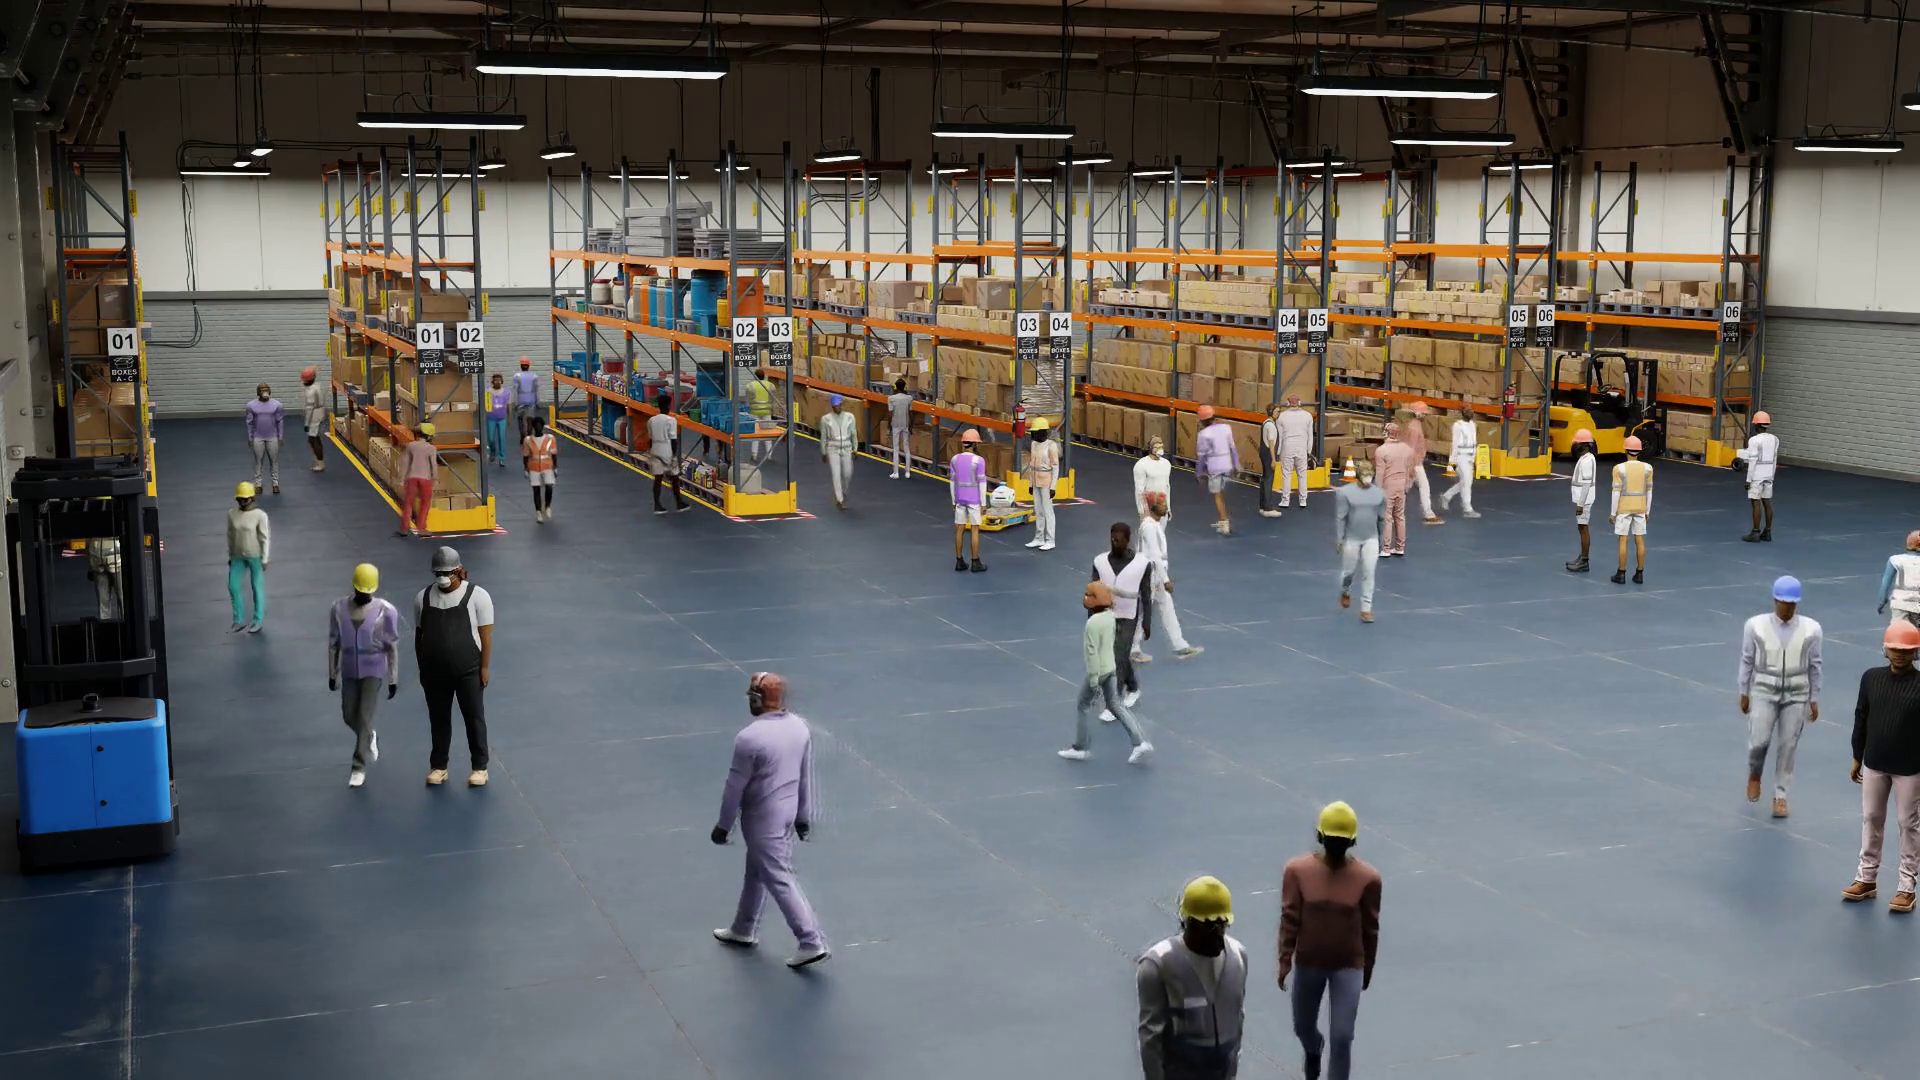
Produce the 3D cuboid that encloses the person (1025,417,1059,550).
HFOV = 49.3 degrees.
[{"bbox_3d":[1.181,-0.820,30.350,0.383,1.924,0.594,-6,10,-34],"label":"person"}]

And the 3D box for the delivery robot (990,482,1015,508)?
[{"bbox_3d":[0.691,-0.692,33.885,0.477,0.478,0.707,1,9,7],"label":"delivery robot"}]

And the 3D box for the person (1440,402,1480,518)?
[{"bbox_3d":[8.107,-1.313,33.871,0.583,1.863,0.752,-8,12,-42],"label":"person"}]

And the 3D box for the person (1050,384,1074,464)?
[{"bbox_3d":[1.943,-2.422,41.522,0.590,1.782,0.915,-7,11,-38],"label":"person"}]

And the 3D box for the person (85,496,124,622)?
[{"bbox_3d":[-9.437,0.289,23.261,0.586,1.836,0.404,1,9,5],"label":"person"}]

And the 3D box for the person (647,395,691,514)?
[{"bbox_3d":[-4.786,-1.402,34.181,0.655,1.954,0.648,5,10,30],"label":"person"}]

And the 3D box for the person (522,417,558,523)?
[{"bbox_3d":[-6.634,-1.111,33.075,0.557,1.681,0.399,-1,9,-9],"label":"person"}]

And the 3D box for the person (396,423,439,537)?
[{"bbox_3d":[-8.196,-0.907,31.618,0.669,1.721,0.434,2,9,13],"label":"person"}]

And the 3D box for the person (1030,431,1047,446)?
[{"bbox_3d":[1.686,-2.850,44.643,0.541,1.696,0.315,1,9,8],"label":"person"}]

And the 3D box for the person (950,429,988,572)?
[{"bbox_3d":[0.135,-0.543,28.478,0.549,1.934,0.374,6,10,33],"label":"person"}]

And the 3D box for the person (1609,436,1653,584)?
[{"bbox_3d":[8.804,-0.400,27.515,0.543,1.939,0.360,-1,9,-4],"label":"person"}]

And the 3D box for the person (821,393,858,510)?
[{"bbox_3d":[-2.017,-1.488,34.835,0.618,1.924,0.584,-2,9,-14],"label":"person"}]

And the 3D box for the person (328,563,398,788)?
[{"bbox_3d":[-5.037,1.100,17.737,0.630,1.880,0.689,1,9,5],"label":"person"}]

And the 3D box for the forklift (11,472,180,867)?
[{"bbox_3d":[-6.630,0.886,15.957,1.129,2.768,1.873,-3,9,-21],"label":"forklift"}]

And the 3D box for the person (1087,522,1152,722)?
[{"bbox_3d":[1.544,0.741,20.147,0.609,1.874,1.005,5,10,28],"label":"person"}]

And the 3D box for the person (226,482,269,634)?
[{"bbox_3d":[-8.202,0.213,24.006,0.554,1.749,0.545,2,9,11],"label":"person"}]

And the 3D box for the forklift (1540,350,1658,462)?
[{"bbox_3d":[12.897,-2.725,42.309,2.313,2.155,1.214,-3,9,-21],"label":"forklift"}]

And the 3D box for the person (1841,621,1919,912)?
[{"bbox_3d":[6.421,1.537,14.407,0.381,1.995,0.612,-7,11,-39],"label":"person"}]

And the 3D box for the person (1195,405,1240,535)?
[{"bbox_3d":[3.883,-1.077,31.895,0.702,1.976,0.638,-6,10,-34],"label":"person"}]

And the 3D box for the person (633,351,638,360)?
[{"bbox_3d":[-8.026,-3.849,51.538,0.345,1.618,0.533,-1,9,-4],"label":"person"}]

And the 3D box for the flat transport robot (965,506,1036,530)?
[{"bbox_3d":[0.607,-0.348,32.843,0.652,0.197,1.431,5,10,30],"label":"flat transport robot"}]

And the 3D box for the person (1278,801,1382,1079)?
[{"bbox_3d":[1.934,2.179,10.945,0.518,1.747,0.699,2,9,14],"label":"person"}]

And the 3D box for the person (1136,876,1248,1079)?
[{"bbox_3d":[1.040,2.375,9.531,0.585,1.794,0.928,-3,9,-21],"label":"person"}]

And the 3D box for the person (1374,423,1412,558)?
[{"bbox_3d":[6.084,-0.710,29.688,0.642,1.909,0.399,-5,10,-32],"label":"person"}]

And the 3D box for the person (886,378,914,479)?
[{"bbox_3d":[-1.115,-2.079,38.938,0.533,1.870,0.315,-3,9,-18],"label":"person"}]

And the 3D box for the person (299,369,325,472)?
[{"bbox_3d":[-12.355,-2.292,40.004,0.382,1.989,0.710,0,9,-3],"label":"person"}]

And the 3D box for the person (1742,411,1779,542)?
[{"bbox_3d":[11.891,-0.947,31.162,0.550,1.935,0.376,-4,9,-26],"label":"person"}]

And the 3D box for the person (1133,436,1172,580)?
[{"bbox_3d":[2.552,-0.407,27.562,0.632,1.940,0.372,-8,12,-42],"label":"person"}]

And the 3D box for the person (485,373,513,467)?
[{"bbox_3d":[-9.026,-2.350,40.874,0.591,1.827,0.451,-2,9,-14],"label":"person"}]

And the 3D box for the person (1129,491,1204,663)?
[{"bbox_3d":[2.177,0.407,22.459,0.845,1.844,0.585,2,9,16],"label":"person"}]

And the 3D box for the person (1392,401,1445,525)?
[{"bbox_3d":[7.103,-1.220,32.984,0.999,1.950,0.622,1,9,8],"label":"person"}]

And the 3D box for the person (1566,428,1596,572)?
[{"bbox_3d":[8.467,-0.552,28.518,0.349,1.942,0.545,3,9,17],"label":"person"}]

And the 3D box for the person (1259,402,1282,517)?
[{"bbox_3d":[5.018,-1.305,33.875,0.346,1.841,0.506,0,9,-3],"label":"person"}]

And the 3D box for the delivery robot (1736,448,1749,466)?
[{"bbox_3d":[15.201,-1.607,39.984,0.477,0.478,0.707,-5,10,-32],"label":"delivery robot"}]

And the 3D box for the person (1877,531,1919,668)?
[{"bbox_3d":[9.624,0.698,21.276,0.527,1.604,0.744,2,9,12],"label":"person"}]

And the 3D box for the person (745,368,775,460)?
[{"bbox_3d":[-4.013,-2.529,42.032,0.625,1.843,0.430,-3,9,-17],"label":"person"}]

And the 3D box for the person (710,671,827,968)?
[{"bbox_3d":[-1.213,1.765,13.360,0.972,1.865,0.645,4,10,28],"label":"person"}]

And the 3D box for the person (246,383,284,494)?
[{"bbox_3d":[-12.198,-1.788,36.764,0.636,1.939,0.364,-2,9,-15],"label":"person"}]

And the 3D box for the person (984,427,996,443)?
[{"bbox_3d":[0.595,-2.857,44.690,0.504,1.715,0.787,-4,9,-24],"label":"person"}]

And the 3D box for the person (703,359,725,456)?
[{"bbox_3d":[-5.109,-2.719,42.830,0.654,1.980,0.429,-2,9,-13],"label":"person"}]

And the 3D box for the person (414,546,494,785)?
[{"bbox_3d":[-4.267,1.065,17.547,0.677,2.000,0.536,1,9,6],"label":"person"}]

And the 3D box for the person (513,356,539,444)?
[{"bbox_3d":[-9.263,-2.962,44.660,0.560,1.911,0.657,-4,9,-22],"label":"person"}]

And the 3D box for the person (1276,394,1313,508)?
[{"bbox_3d":[5.553,-1.487,34.878,0.638,1.905,0.407,0,9,-3],"label":"person"}]

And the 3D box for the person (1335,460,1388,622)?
[{"bbox_3d":[4.779,-0.014,25.012,0.637,1.922,0.749,0,9,0],"label":"person"}]

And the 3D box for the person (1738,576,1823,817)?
[{"bbox_3d":[6.522,1.230,16.657,0.608,1.935,0.466,2,9,15],"label":"person"}]

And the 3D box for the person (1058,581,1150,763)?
[{"bbox_3d":[1.282,1.151,18.291,0.804,1.603,0.506,5,10,30],"label":"person"}]
